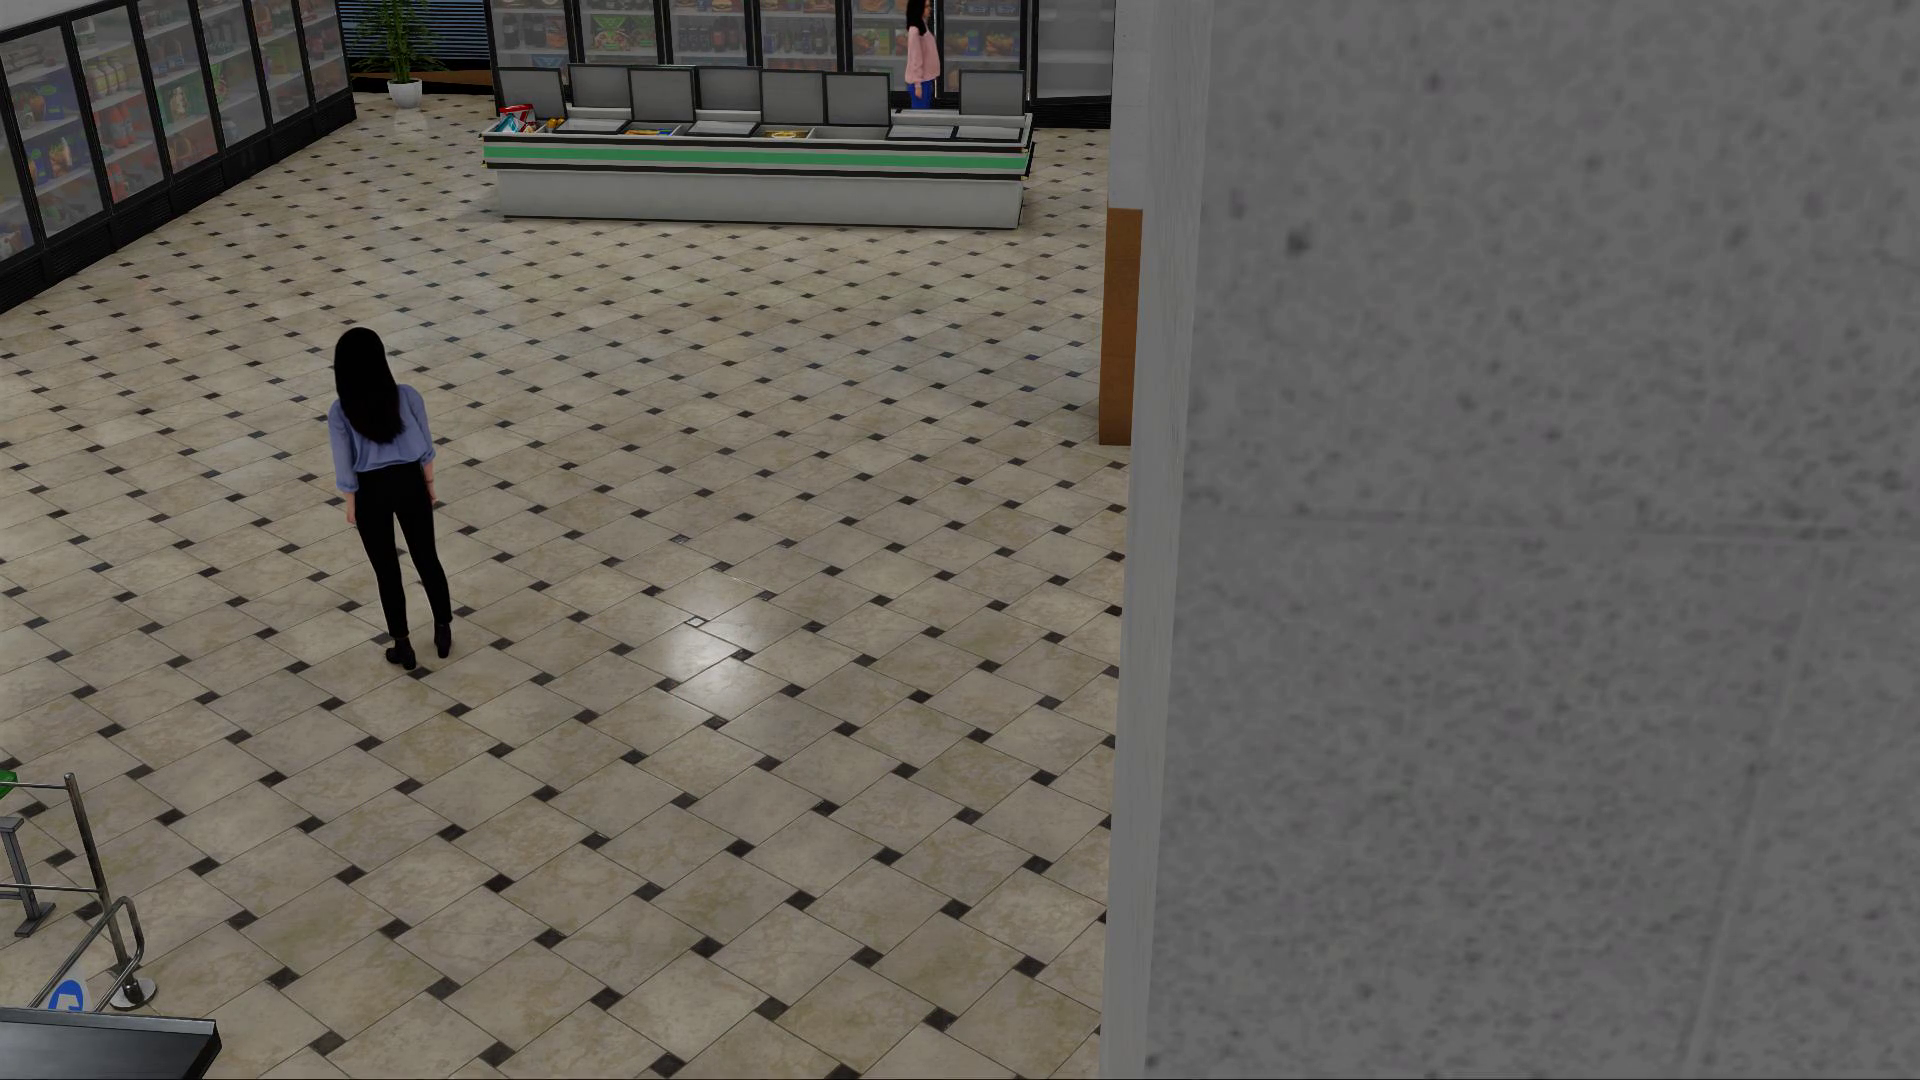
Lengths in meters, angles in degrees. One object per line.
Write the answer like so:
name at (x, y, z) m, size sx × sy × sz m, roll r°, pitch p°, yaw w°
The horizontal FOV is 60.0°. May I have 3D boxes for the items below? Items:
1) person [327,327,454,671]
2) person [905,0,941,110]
person at (-2.736, -0.189, 8.004) m, size 0.700 × 1.745 × 0.777 m, roll -18°, pitch 32°, yaw -31°
person at (-0.402, -4.512, 16.501) m, size 0.582 × 1.769 × 0.671 m, roll 6°, pitch 27°, yaw 11°
